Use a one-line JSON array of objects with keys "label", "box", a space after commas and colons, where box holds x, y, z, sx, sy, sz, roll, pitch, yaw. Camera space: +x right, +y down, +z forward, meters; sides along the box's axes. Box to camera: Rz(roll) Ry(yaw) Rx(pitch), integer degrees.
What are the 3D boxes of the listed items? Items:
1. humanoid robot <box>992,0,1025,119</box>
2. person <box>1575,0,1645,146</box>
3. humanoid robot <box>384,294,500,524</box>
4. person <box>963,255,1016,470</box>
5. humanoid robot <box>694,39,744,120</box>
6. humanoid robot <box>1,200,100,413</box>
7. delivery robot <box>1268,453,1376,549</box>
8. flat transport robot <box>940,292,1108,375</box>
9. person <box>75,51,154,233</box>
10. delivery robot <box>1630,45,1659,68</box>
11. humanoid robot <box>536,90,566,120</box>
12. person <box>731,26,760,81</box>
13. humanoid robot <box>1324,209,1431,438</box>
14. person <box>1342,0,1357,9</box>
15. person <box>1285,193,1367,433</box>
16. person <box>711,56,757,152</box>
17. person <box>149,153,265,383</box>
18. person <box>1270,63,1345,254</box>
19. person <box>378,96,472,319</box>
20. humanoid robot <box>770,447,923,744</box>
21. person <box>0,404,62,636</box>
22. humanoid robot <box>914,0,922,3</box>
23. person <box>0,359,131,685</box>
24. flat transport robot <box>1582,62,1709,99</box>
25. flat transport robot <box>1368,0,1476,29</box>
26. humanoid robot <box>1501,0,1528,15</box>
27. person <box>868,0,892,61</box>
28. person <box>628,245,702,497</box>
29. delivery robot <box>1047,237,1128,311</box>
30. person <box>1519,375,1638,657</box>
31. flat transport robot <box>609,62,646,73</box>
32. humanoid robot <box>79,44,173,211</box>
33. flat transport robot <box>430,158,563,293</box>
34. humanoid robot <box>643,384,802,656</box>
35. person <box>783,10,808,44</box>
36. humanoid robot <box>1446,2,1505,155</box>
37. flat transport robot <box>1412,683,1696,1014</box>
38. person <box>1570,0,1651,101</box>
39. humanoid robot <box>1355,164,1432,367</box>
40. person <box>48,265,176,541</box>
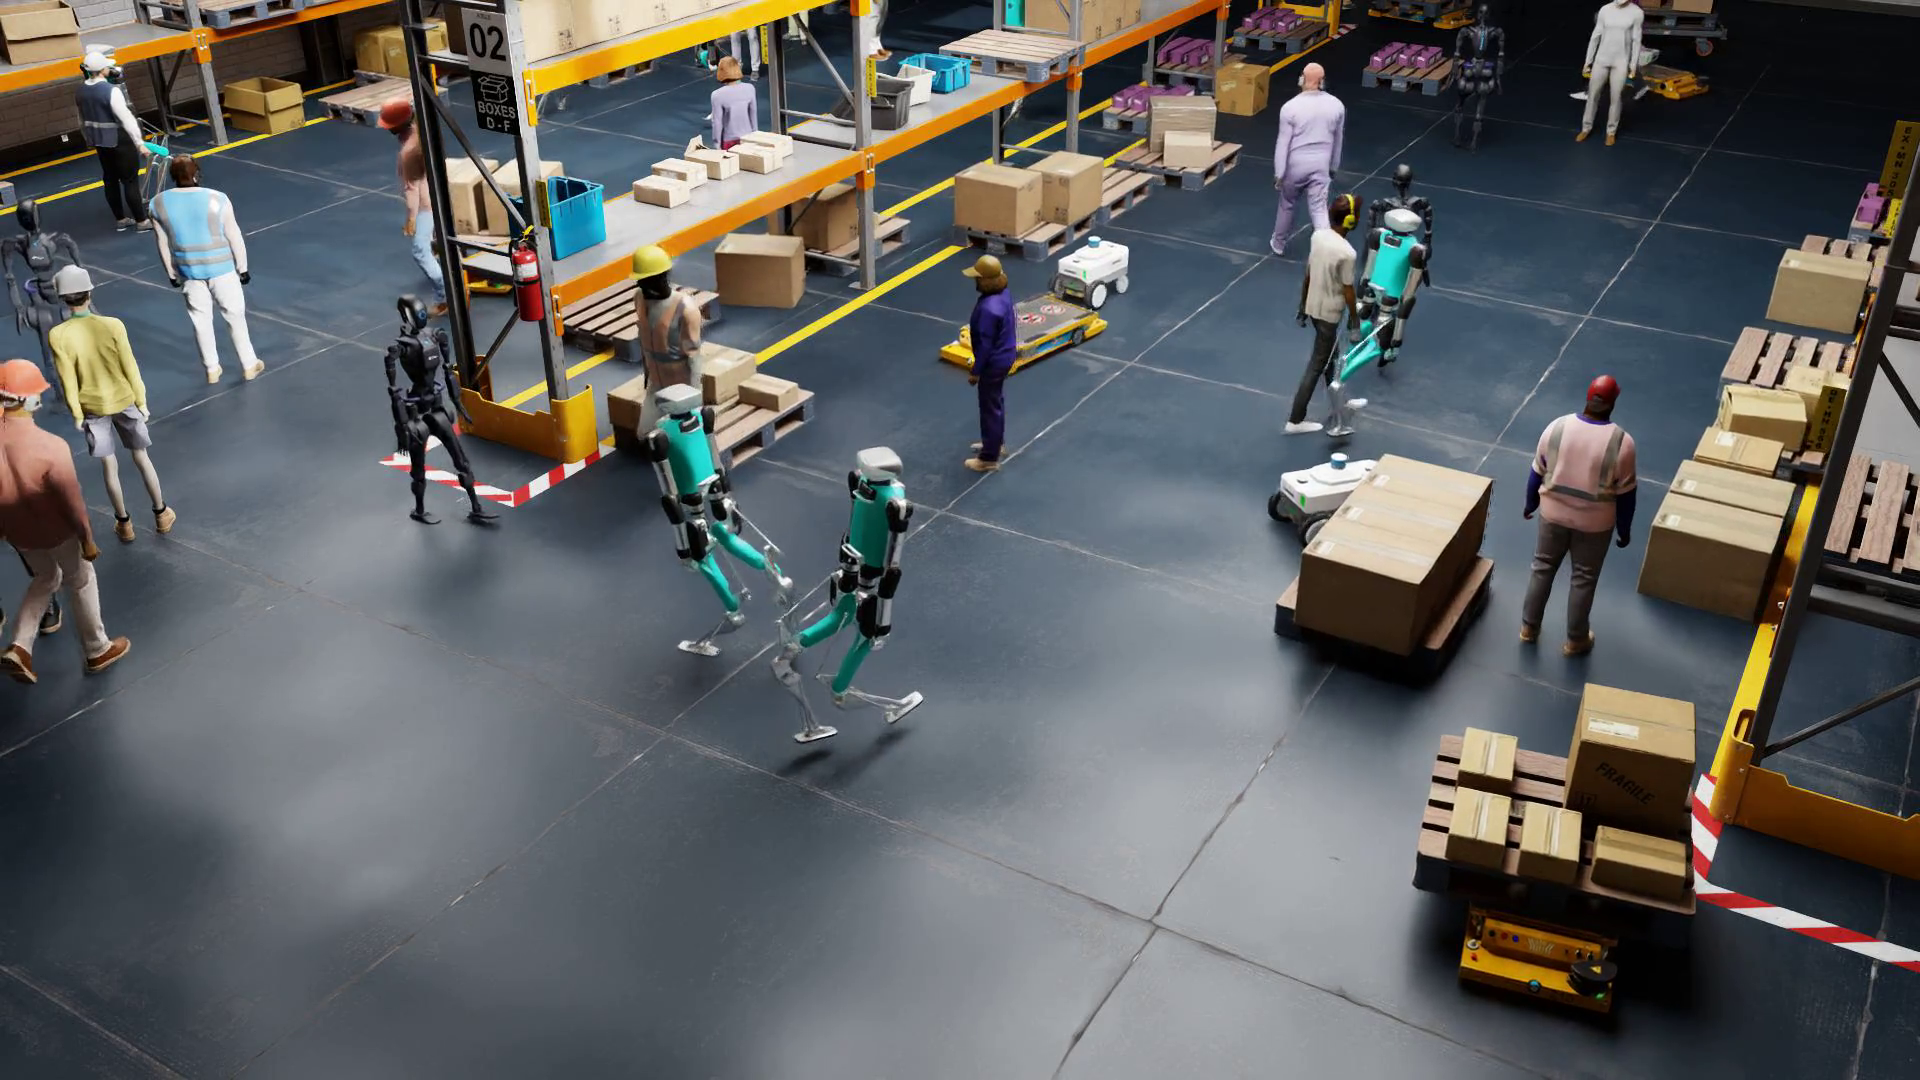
[{"label": "humanoid robot", "box": [0.693, -5.926, 19.916, 0.539, 1.734, 0.977, 12, 32, 21]}, {"label": "person", "box": [7.445, -5.477, 18.989, 0.581, 1.892, 0.382, 16, 33, 26]}, {"label": "humanoid robot", "box": [-3.483, -0.831, 10.993, 0.633, 1.637, 0.601, 17, 33, 27]}, {"label": "person", "box": [0.209, -1.257, 11.794, 0.366, 1.619, 0.493, 5, 30, 9]}, {"label": "humanoid robot", "box": [-2.809, -5.719, 19.427, 0.735, 1.681, 0.533, -16, 33, -27]}, {"label": "humanoid robot", "box": [-6.912, -1.800, 12.704, 0.601, 1.655, 0.363, -10, 31, -18]}, {"label": "delivery robot", "box": [2.502, -0.290, 11.168, 0.802, 0.598, 0.499, -9, 31, -16]}, {"label": "flat transport robot", "box": [0.553, -1.740, 14.019, 0.659, 0.231, 1.431, 24, 37, 36]}, {"label": "person", "box": [-8.302, -3.890, 16.309, 0.753, 1.758, 0.449, 10, 31, 17]}, {"label": "delivery robot", "box": [8.722, -6.297, 21.803, 0.790, 0.607, 0.499, 25, 38, 37]}, {"label": "humanoid robot", "box": [-5.051, -5.924, 20.012, 0.546, 1.857, 0.841, 19, 35, 30]}, {"label": "person", "box": [-2.831, -6.939, 21.522, 0.485, 1.943, 0.434, 3, 30, 5]}, {"label": "humanoid robot", "box": [2.889, -1.475, 12.082, 0.845, 1.782, 0.541, -16, 33, -26]}, {"label": "person", "box": [5.937, -9.047, 25.437, 0.341, 1.748, 0.571, -24, 37, -35]}, {"label": "person", "box": [2.826, -1.671, 12.305, 0.834, 1.835, 0.535, -10, 31, -16]}, {"label": "person", "box": [-2.248, -4.008, 16.654, 0.503, 1.628, 0.278, -19, 34, -30]}, {"label": "person", "box": [-5.937, -2.136, 13.124, 0.632, 1.839, 0.429, -6, 30, -10]}, {"label": "person", "box": [3.231, -3.451, 15.444, 0.690, 1.853, 0.980, -5, 30, -9]}, {"label": "person", "box": [-4.602, -2.890, 14.359, 0.493, 1.945, 0.693, -2, 30, -4]}, {"label": "humanoid robot", "box": [-0.659, 0.384, 8.771, 0.995, 1.717, 0.540, -16, 33, -27]}, {"label": "person", "box": [-5.762, -0.295, 9.755, 0.601, 1.956, 0.388, -8, 30, -14]}, {"label": "humanoid robot", "box": [-0.758, -9.241, 25.878, 0.586, 1.633, 0.727, -7, 30, -12]}, {"label": "person", "box": [-5.166, -0.041, 9.293, 0.636, 1.965, 0.664, 7, 30, 12]}, {"label": "flat transport robot", "box": [8.864, -5.980, 21.520, 0.659, 0.231, 1.431, -20, 35, -31]}, {"label": "flat transport robot", "box": [6.910, -7.882, 24.884, 0.659, 0.231, 1.431, -26, 39, -38]}, {"label": "humanoid robot", "box": [8.470, -8.776, 25.038, 0.608, 1.652, 0.331, 11, 31, 19]}, {"label": "person", "box": [-1.099, -7.456, 22.465, 0.405, 1.923, 0.633, 3, 30, 5]}, {"label": "person", "box": [-1.955, -1.067, 11.159, 0.606, 1.906, 0.437, 18, 34, 29]}, {"label": "delivery robot", "box": [1.190, -2.424, 14.926, 0.499, 0.581, 0.778, 23, 36, 34]}, {"label": "person", "box": [3.599, -0.144, 9.689, 0.622, 1.750, 0.420, 19, 35, 30]}, {"label": "flat transport robot", "box": [-4.895, -6.334, 22.147, 1.431, 0.231, 0.659, -21, 36, -33]}, {"label": "humanoid robot", "box": [-8.263, -4.183, 16.713, 0.533, 1.677, 0.735, 15, 33, 24]}, {"label": "flat transport robot", "box": [-4.329, -2.657, 15.643, 0.659, 0.231, 1.431, 4, 30, 7]}, {"label": "humanoid robot", "box": [-1.239, 0.024, 9.470, 1.033, 1.756, 0.538, 15, 33, 25]}, {"label": "person", "box": [-2.313, -7.887, 23.411, 0.605, 1.723, 0.563, -10, 31, -17]}, {"label": "humanoid robot", "box": [5.820, -5.234, 18.771, 0.596, 1.644, 0.565, 3, 30, 6]}, {"label": "flat transport robot", "box": [2.825, 1.655, 8.015, 0.659, 0.231, 1.431, 10, 31, 18]}, {"label": "person", "box": [8.183, -6.296, 20.518, 0.872, 1.813, 0.537, 17, 34, 28]}, {"label": "humanoid robot", "box": [3.531, -2.181, 13.369, 0.606, 1.637, 0.501, -3, 30, -5]}, {"label": "person", "box": [-5.554, -0.873, 10.848, 0.474, 1.884, 0.397, -14, 32, -23]}]
